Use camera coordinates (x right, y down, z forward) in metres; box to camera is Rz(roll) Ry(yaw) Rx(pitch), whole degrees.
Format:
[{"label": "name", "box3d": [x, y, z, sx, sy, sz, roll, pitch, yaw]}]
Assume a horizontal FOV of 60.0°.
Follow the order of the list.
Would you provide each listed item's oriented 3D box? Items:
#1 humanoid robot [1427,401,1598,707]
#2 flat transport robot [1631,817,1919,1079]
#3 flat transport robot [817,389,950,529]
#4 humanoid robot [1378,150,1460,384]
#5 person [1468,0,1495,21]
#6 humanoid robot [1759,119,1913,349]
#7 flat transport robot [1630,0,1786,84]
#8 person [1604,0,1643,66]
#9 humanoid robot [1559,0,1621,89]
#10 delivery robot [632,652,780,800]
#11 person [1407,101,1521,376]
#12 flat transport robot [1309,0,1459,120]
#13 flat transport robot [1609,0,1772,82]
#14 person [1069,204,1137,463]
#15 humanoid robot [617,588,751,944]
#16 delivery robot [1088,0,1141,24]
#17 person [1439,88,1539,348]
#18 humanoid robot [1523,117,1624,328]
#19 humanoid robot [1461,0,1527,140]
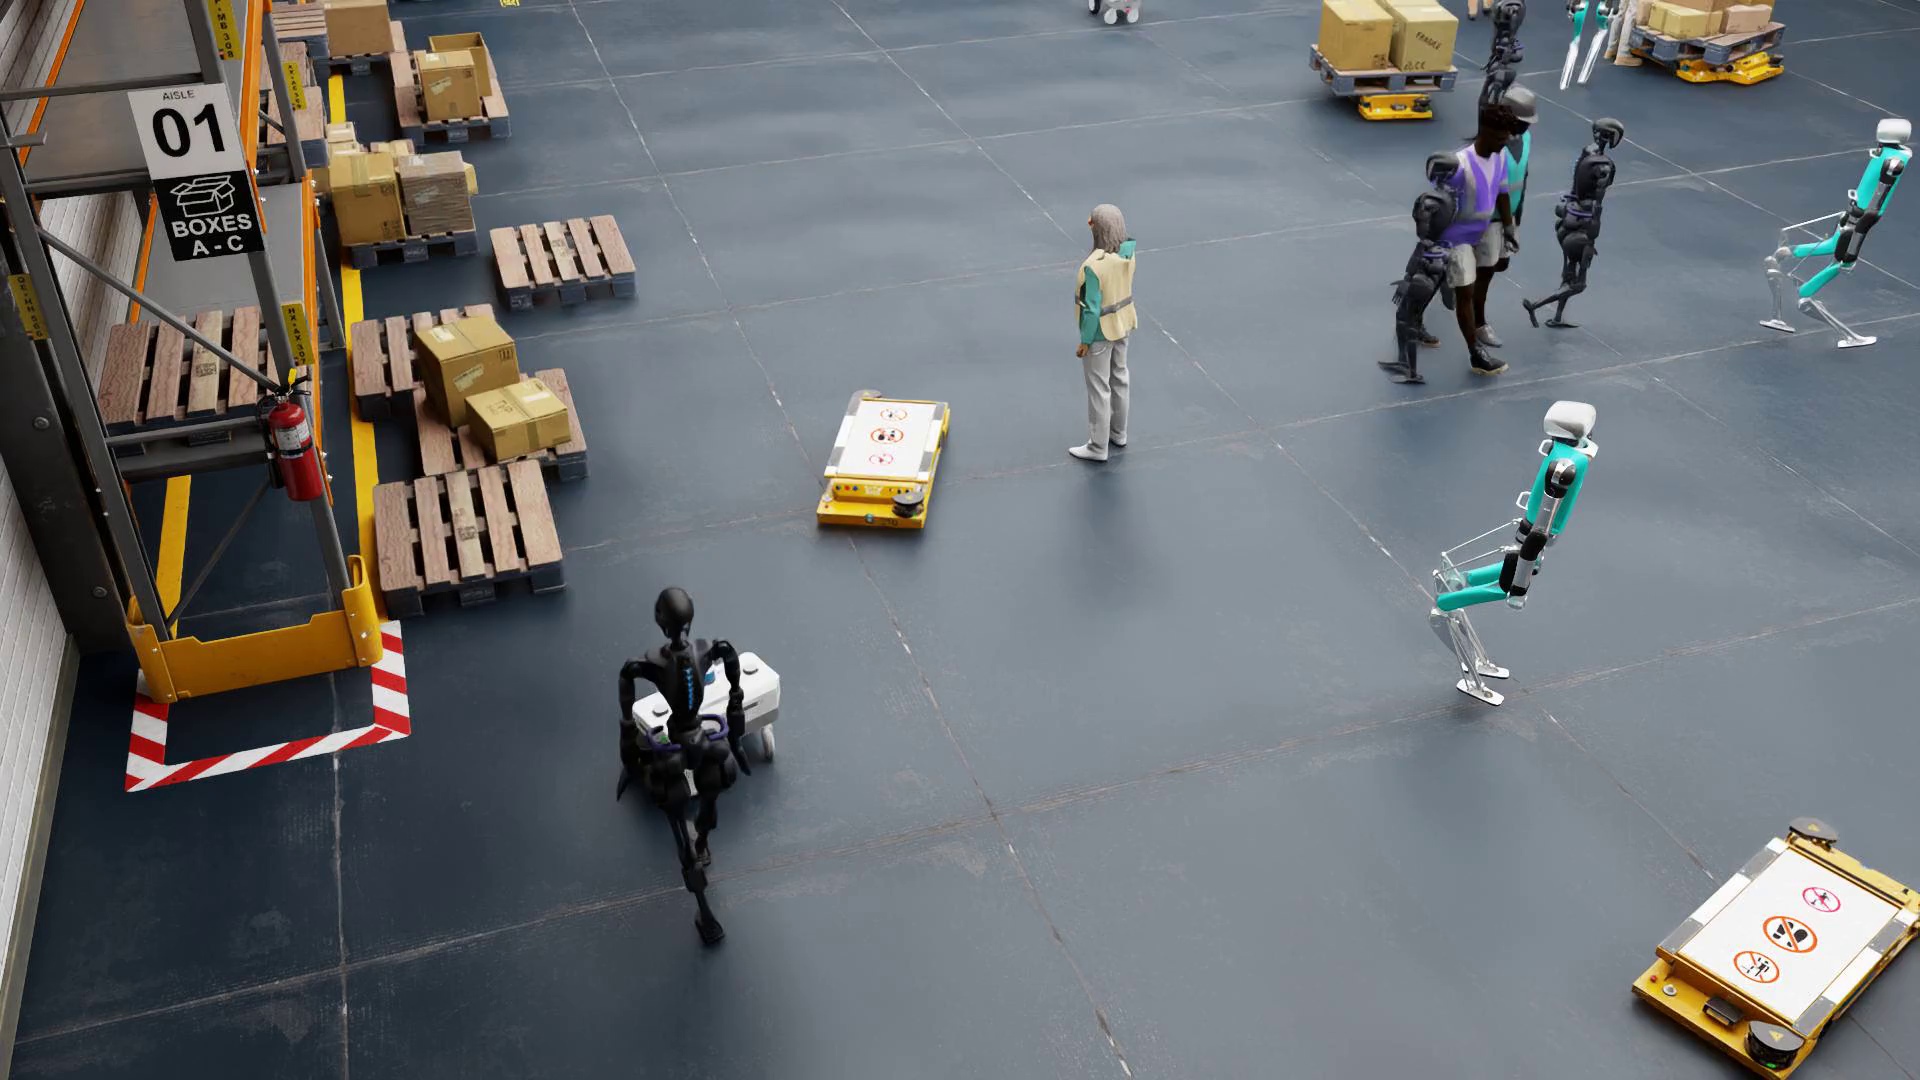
[{"label": "humanoid robot", "box3d": [2.680, 0.031, 8.345, 0.735, 1.677, 0.533, 16, 36, 23]}, {"label": "flat transport robot", "box3d": [3.593, 1.737, 7.194, 1.431, 0.231, 0.659, -25, 41, -33]}, {"label": "flat transport robot", "box3d": [-0.470, -0.536, 10.680, 0.659, 0.231, 1.431, 4, 33, 5]}, {"label": "humanoid robot", "box3d": [3.142, -1.866, 11.433, 0.402, 1.654, 0.600, 16, 36, 23]}, {"label": "person", "box3d": [6.081, -6.850, 19.093, 0.492, 1.656, 0.633, 11, 35, 16]}, {"label": "humanoid robot", "box3d": [6.167, -2.153, 11.815, 1.006, 1.739, 0.539, 13, 35, 19]}, {"label": "flat transport robot", "box3d": [7.997, -5.200, 17.834, 0.659, 0.231, 1.431, -23, 40, -31]}, {"label": "person", "box3d": [7.197, -5.981, 17.567, 0.362, 1.870, 0.468, -4, 33, -7]}, {"label": "humanoid robot", "box3d": [6.450, -5.443, 16.885, 0.535, 1.782, 0.790, 16, 36, 23]}, {"label": "delivery robot", "box3d": [-1.263, 0.889, 8.239, 0.772, 0.601, 0.525, -24, 40, -32]}, {"label": "person", "box3d": [3.592, -2.118, 11.601, 0.997, 1.899, 0.639, 29, 43, 36]}, {"label": "flat transport robot", "box3d": [4.246, -4.584, 16.888, 0.659, 0.231, 1.431, -3, 33, -5]}, {"label": "flat transport robot", "box3d": [7.760, -5.229, 17.879, 0.659, 0.231, 1.431, -8, 34, -12]}, {"label": "person", "box3d": [0.928, -1.295, 10.524, 0.367, 1.708, 0.469, 23, 40, 31]}, {"label": "humanoid robot", "box3d": [-1.200, 0.931, 7.174, 0.601, 1.636, 0.743, -15, 36, -21]}, {"label": "delivery robot", "box3d": [1.828, -6.340, 19.338, 0.502, 0.614, 0.785, -9, 34, -13]}, {"label": "person", "box3d": [3.785, -2.362, 11.981, 0.590, 1.911, 0.660, -23, 40, -31]}, {"label": "humanoid robot", "box3d": [4.422, -2.291, 12.090, 0.507, 1.642, 0.608, 1, 33, 2]}, {"label": "humanoid robot", "box3d": [5.050, -4.430, 15.383, 0.415, 1.649, 0.603, 3, 33, 4]}]
